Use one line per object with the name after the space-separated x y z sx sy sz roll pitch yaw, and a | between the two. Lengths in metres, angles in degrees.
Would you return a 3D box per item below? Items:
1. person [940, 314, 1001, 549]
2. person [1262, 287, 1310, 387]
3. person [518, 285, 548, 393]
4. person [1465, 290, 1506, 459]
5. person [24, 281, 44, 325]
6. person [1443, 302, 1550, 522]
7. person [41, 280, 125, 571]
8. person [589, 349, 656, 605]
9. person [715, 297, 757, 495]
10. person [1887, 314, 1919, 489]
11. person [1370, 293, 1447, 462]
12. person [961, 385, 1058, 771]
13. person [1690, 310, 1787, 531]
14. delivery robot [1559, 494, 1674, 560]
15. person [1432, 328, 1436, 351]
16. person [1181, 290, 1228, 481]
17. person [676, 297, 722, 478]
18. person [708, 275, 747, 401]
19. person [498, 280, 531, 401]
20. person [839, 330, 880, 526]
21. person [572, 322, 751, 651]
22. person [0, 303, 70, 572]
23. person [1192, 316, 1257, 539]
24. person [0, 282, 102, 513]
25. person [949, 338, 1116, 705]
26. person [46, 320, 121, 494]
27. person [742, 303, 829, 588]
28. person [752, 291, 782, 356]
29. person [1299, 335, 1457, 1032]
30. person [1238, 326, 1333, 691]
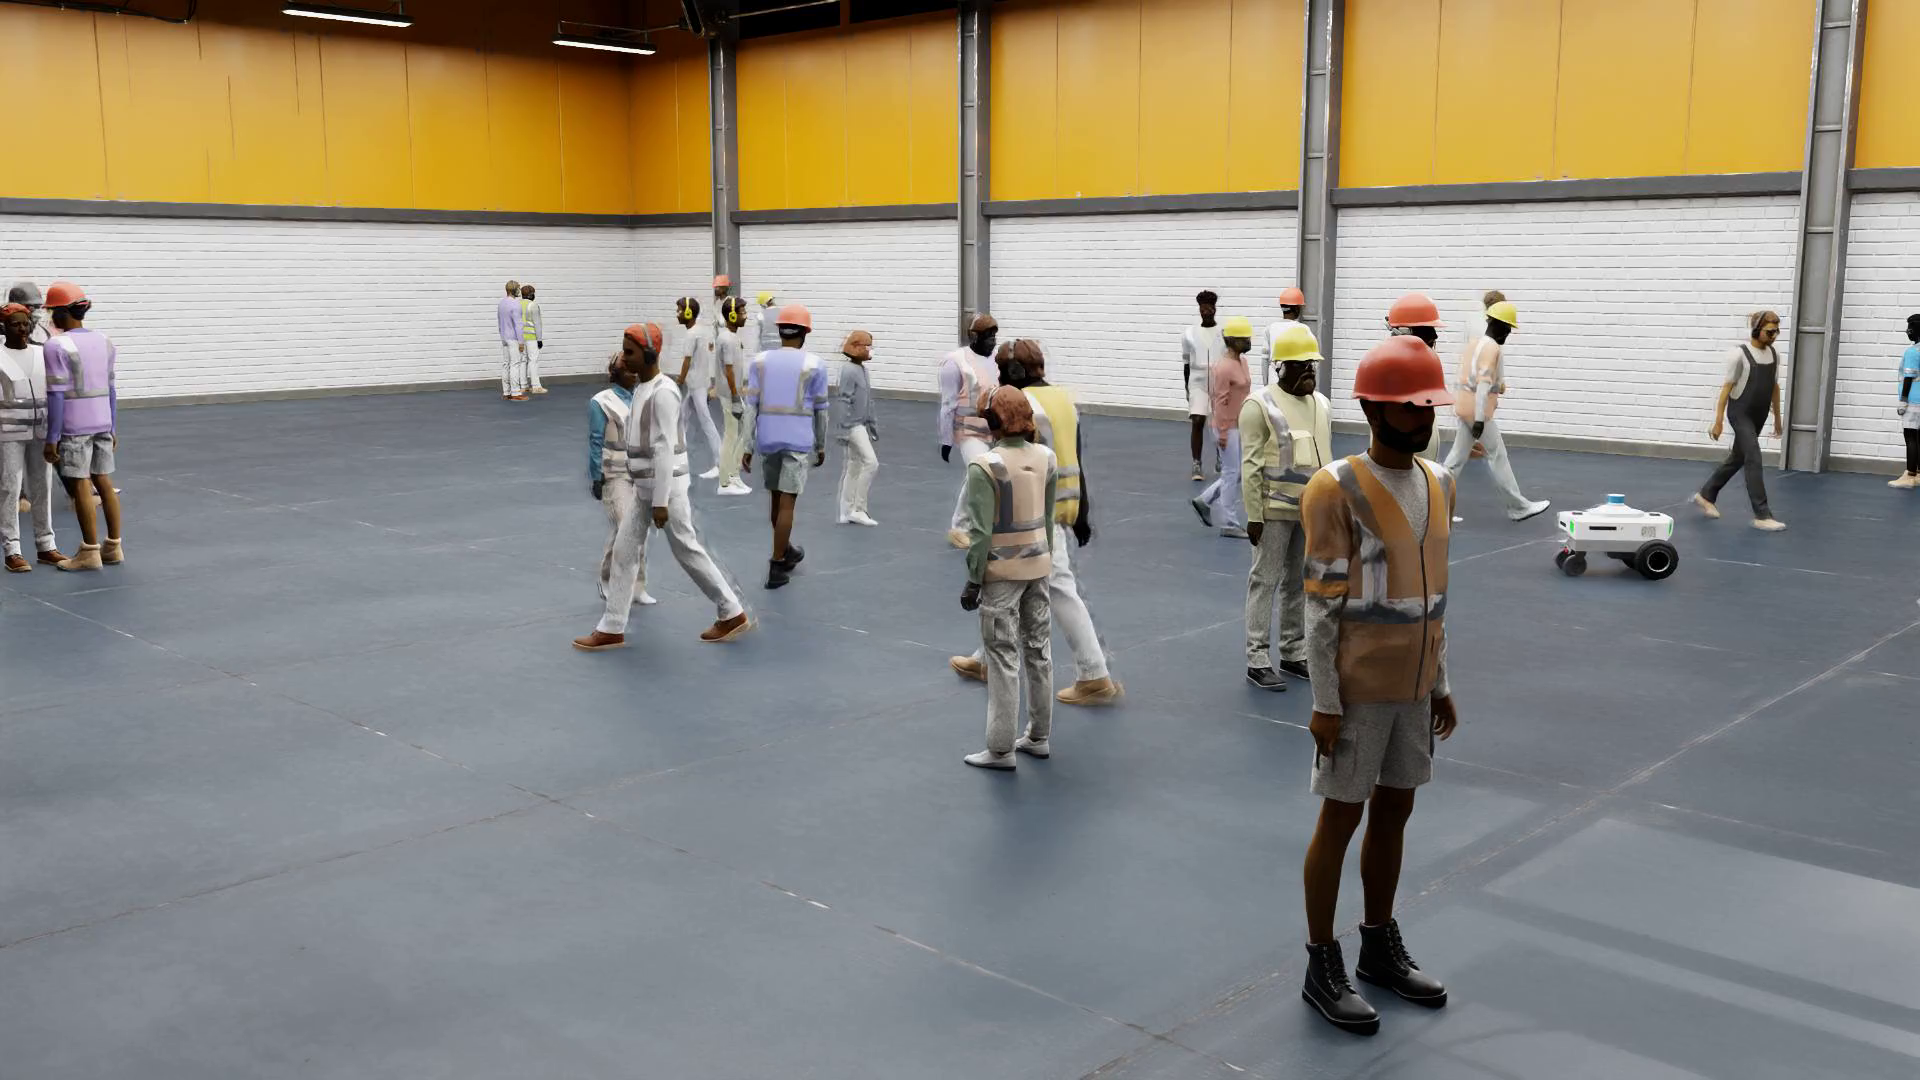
0.160 -0.775 12.331 0.641 1.798 0.950 -8 12 -39 | person
3.266 -1.541 16.571 0.375 1.939 0.546 -9 13 -44 | person
-7.350 -3.424 28.415 0.619 1.845 0.430 7 11 35 | person
5.798 -1.818 18.437 0.486 1.890 0.722 0 9 3 | person
-11.868 -2.293 21.077 0.812 1.975 0.606 -4 10 -23 | person
4.398 -1.048 13.835 1.024 1.845 0.658 0 9 2 | person
-6.198 -0.799 11.714 0.390 2.040 0.607 2 9 12 | person
-2.059 -0.384 10.439 0.367 1.629 0.520 8 12 40 | person
-2.083 -1.333 15.544 0.471 1.853 0.569 -1 9 -3 | person
9.271 -1.345 16.136 0.531 1.691 0.319 -8 12 -40 | person
2.342 -0.298 8.777 0.376 1.995 0.609 5 10 27 | person
0.215 0.160 7.059 0.310 1.639 0.514 9 13 43 | person
6.479 -1.010 13.760 0.550 1.801 0.959 -4 10 -24 | person
4.539 -0.076 11.533 0.707 0.478 0.477 1 9 7 | delivery robot
4.061 -1.096 14.781 0.285 1.632 0.499 1 9 9 | person
2.550 -1.585 16.937 0.598 1.925 0.998 2 9 12 | person
-2.784 -1.526 16.810 0.935 1.824 0.536 -1 9 -5 | person
-3.811 -3.230 26.704 0.989 2.004 0.646 -6 11 -34 | person
-7.178 -3.190 26.681 0.355 1.938 0.634 -8 12 -41 | person
-0.795 -0.913 13.718 0.507 1.615 0.512 2 9 12 | person
-1.642 -0.294 9.278 0.988 1.839 0.583 -5 10 -26 | person
-6.602 -0.724 11.730 0.346 1.882 0.584 5 11 28 | person
2.108 -0.887 13.106 0.485 1.752 0.543 5 11 29 | person
-7.934 -1.236 14.390 0.926 2.000 0.698 1 9 5 | person
0.378 -0.100 8.249 1.000 1.782 0.674 5 10 28 | person
-8.366 -1.354 15.580 0.797 1.885 0.645 -1 9 -8 | person
-1.141 -0.660 11.330 0.545 1.884 0.950 3 10 16 | person
-2.859 -2.896 25.375 0.670 1.786 0.407 -2 9 -11 | person
1.202 0.397 4.694 0.542 1.938 0.358 -6 11 -33 | person
1.679 -0.163 8.444 0.589 1.834 0.403 -7 11 -35 | person
